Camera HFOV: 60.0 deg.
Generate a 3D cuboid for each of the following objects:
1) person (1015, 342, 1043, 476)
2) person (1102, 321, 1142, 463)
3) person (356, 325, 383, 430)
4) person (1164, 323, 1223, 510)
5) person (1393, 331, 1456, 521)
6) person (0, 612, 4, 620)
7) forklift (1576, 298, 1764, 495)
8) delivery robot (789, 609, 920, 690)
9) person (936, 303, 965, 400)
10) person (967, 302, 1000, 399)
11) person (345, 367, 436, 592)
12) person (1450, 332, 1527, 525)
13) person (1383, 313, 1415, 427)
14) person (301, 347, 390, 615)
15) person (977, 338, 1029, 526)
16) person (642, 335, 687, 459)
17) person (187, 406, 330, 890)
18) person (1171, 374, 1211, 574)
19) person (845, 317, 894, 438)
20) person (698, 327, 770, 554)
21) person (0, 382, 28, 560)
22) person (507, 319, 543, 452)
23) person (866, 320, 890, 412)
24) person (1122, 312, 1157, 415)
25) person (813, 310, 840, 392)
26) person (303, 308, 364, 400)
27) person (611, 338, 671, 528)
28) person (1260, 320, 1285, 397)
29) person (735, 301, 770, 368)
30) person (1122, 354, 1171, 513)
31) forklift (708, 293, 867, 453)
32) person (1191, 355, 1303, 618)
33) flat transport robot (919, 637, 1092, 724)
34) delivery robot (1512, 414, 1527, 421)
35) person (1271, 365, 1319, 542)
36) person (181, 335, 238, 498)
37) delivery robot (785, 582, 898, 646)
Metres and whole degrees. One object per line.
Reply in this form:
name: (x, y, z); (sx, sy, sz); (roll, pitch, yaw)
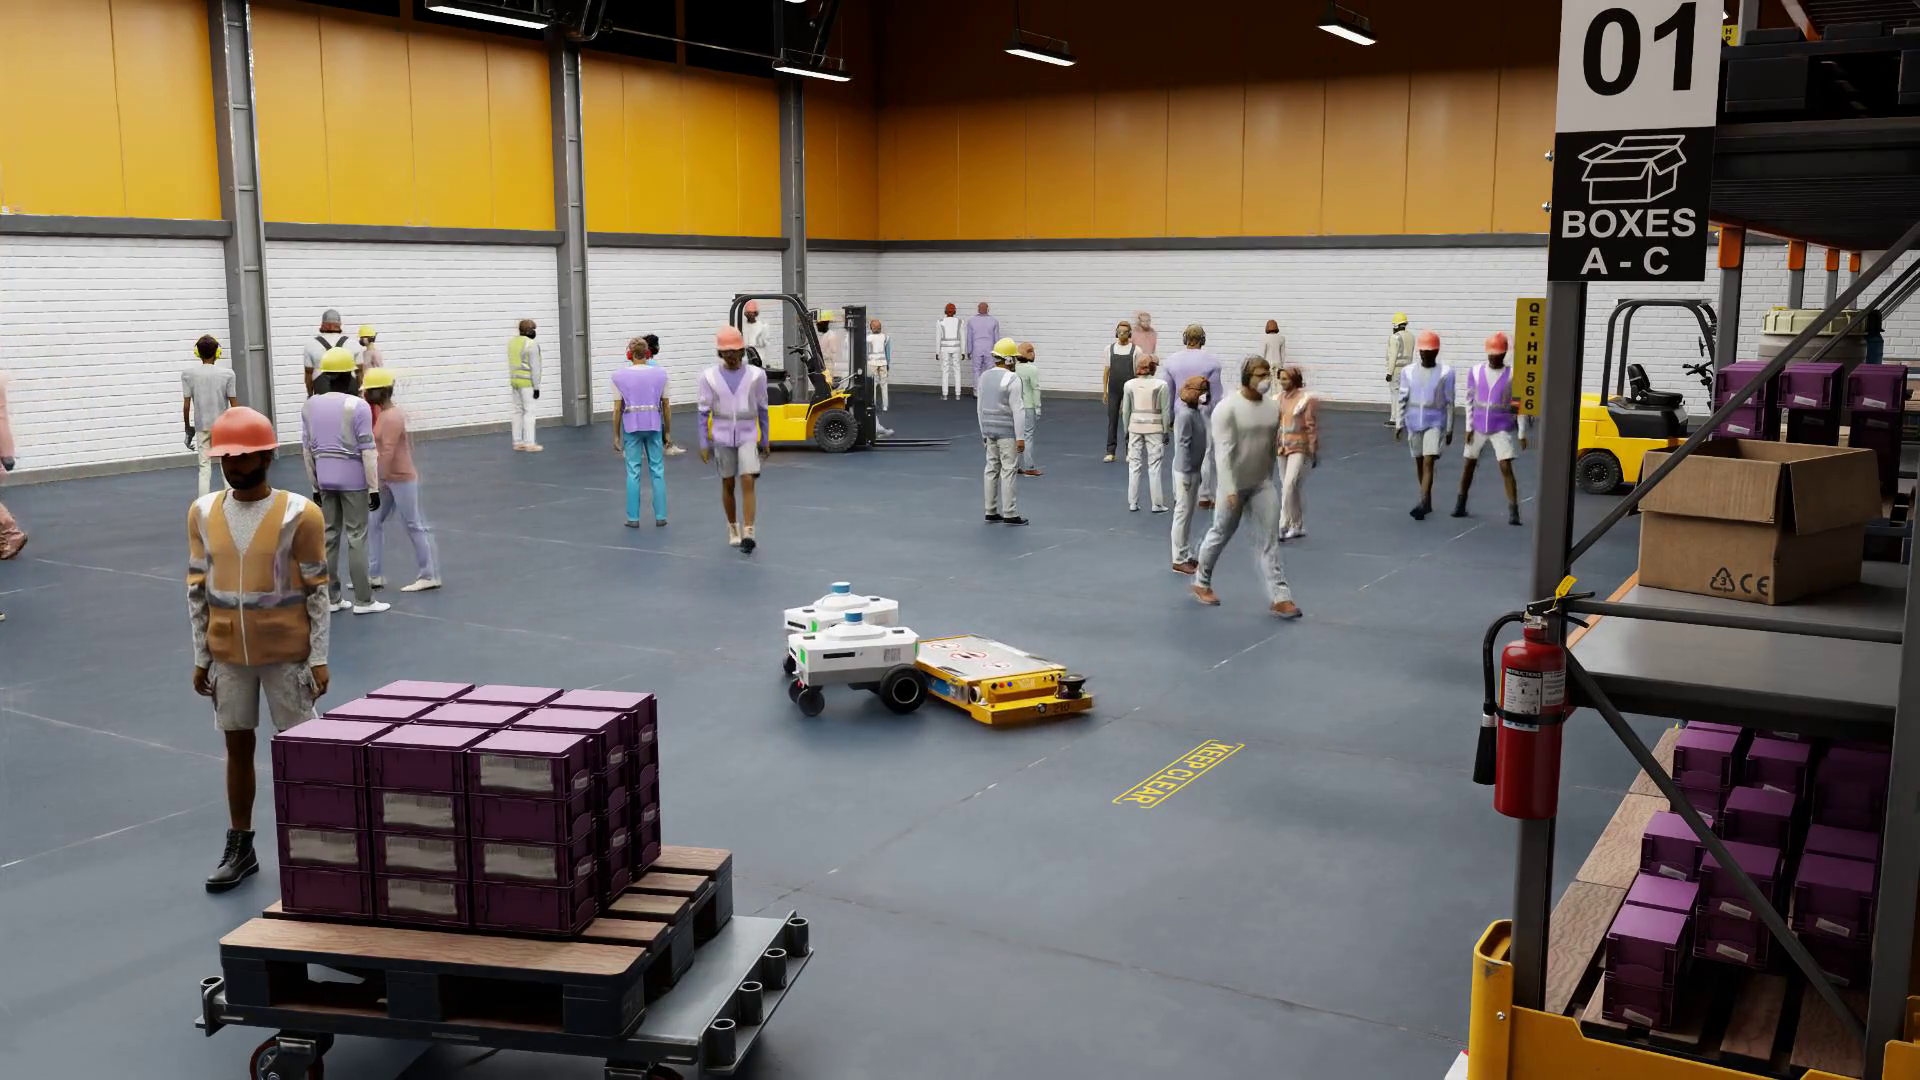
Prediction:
person: (0.790, -1.589, 20.200); (0.287, 1.635, 0.499); (-9, 13, -43)
person: (2.101, -1.916, 21.590); (0.508, 1.847, 0.345); (2, 9, 15)
person: (-7.945, -2.015, 22.452); (0.331, 1.767, 0.527); (-7, 12, -39)
person: (2.428, -1.278, 17.322); (0.631, 1.939, 0.372); (4, 10, 24)
person: (4.671, -1.153, 16.734); (0.549, 1.886, 1.004); (6, 11, 32)
person: (-6.935, -0.358, 11.483); (0.361, 1.965, 0.613); (0, 9, -3)
forklift: (7.954, -1.589, 18.462); (2.313, 2.155, 1.214); (5, 11, 30)
delivery robot: (-0.600, 0.636, 9.384); (0.707, 0.478, 0.477); (-3, 10, -17)
person: (-0.185, -3.669, 32.408); (0.584, 1.882, 0.339); (-1, 9, -9)
person: (0.459, -3.721, 32.670); (0.651, 1.904, 0.402); (0, 9, 2)
person: (-4.422, -0.443, 12.742); (0.759, 1.737, 0.547); (-6, 11, -32)
person: (5.282, -1.108, 16.475); (0.770, 1.884, 0.554); (6, 11, 33)
person: (7.023, -2.722, 26.658); (0.601, 1.830, 0.404); (-8, 12, -41)
person: (-4.430, -0.417, 11.968); (0.589, 1.930, 0.361); (3, 10, 17)
person: (0.434, -1.049, 16.218); (0.404, 1.830, 0.603); (-8, 12, -39)
person: (-4.087, -1.902, 22.112); (0.850, 1.648, 0.539); (-3, 10, -19)
person: (-2.785, 0.437, 6.610); (0.543, 1.939, 0.370); (0, 9, -1)
person: (1.906, -0.547, 13.703); (0.286, 1.632, 0.500); (3, 10, 21)
person: (-1.398, -2.392, 24.558); (0.929, 1.838, 0.595); (0, 9, -1)
person: (-1.984, -0.867, 14.613); (0.621, 1.980, 1.047); (-1, 9, -7)
person: (-8.366, -0.743, 14.171); (0.676, 1.879, 0.443); (6, 11, 32)
person: (-6.005, -2.131, 23.036); (0.630, 1.827, 0.434); (8, 12, 39)
person: (-1.481, -3.089, 29.542); (0.514, 1.642, 0.310); (-4, 10, -23)
person: (3.009, -2.914, 27.930); (0.646, 1.826, 1.077); (-4, 10, -21)
person: (-2.008, -2.685, 26.264); (0.898, 1.894, 0.596); (-3, 9, -16)
person: (-7.756, -1.858, 20.619); (0.690, 2.000, 0.536); (-4, 10, -23)
person: (-3.068, -1.027, 16.059); (0.564, 1.839, 0.390); (-3, 10, -19)
person: (5.593, -3.131, 29.830); (0.498, 1.633, 0.281); (-3, 10, -17)
person: (-3.592, -3.112, 28.642); (0.613, 1.991, 1.066); (2, 9, 15)
person: (1.914, -1.093, 17.105); (0.514, 1.636, 0.314); (5, 10, 28)
forklift: (-2.458, -2.344, 23.176); (2.313, 2.155, 1.214); (0, 9, -2)
person: (2.055, -0.398, 12.034); (0.636, 1.879, 1.064); (-5, 10, -29)
flat transport robot: (0.100, 0.779, 9.665); (0.652, 0.197, 1.431); (-5, 10, -29)
delivery robot: (8.950, -2.149, 26.765); (0.477, 0.478, 0.707); (9, 13, 44)
person: (2.948, -0.783, 15.228); (0.754, 1.606, 0.550); (-7, 12, -38)
person: (-7.232, -1.048, 16.105); (0.539, 1.866, 0.313); (-2, 9, -13)
delivery robot: (-0.725, 0.502, 10.217); (0.707, 0.478, 0.477); (-8, 12, -42)
